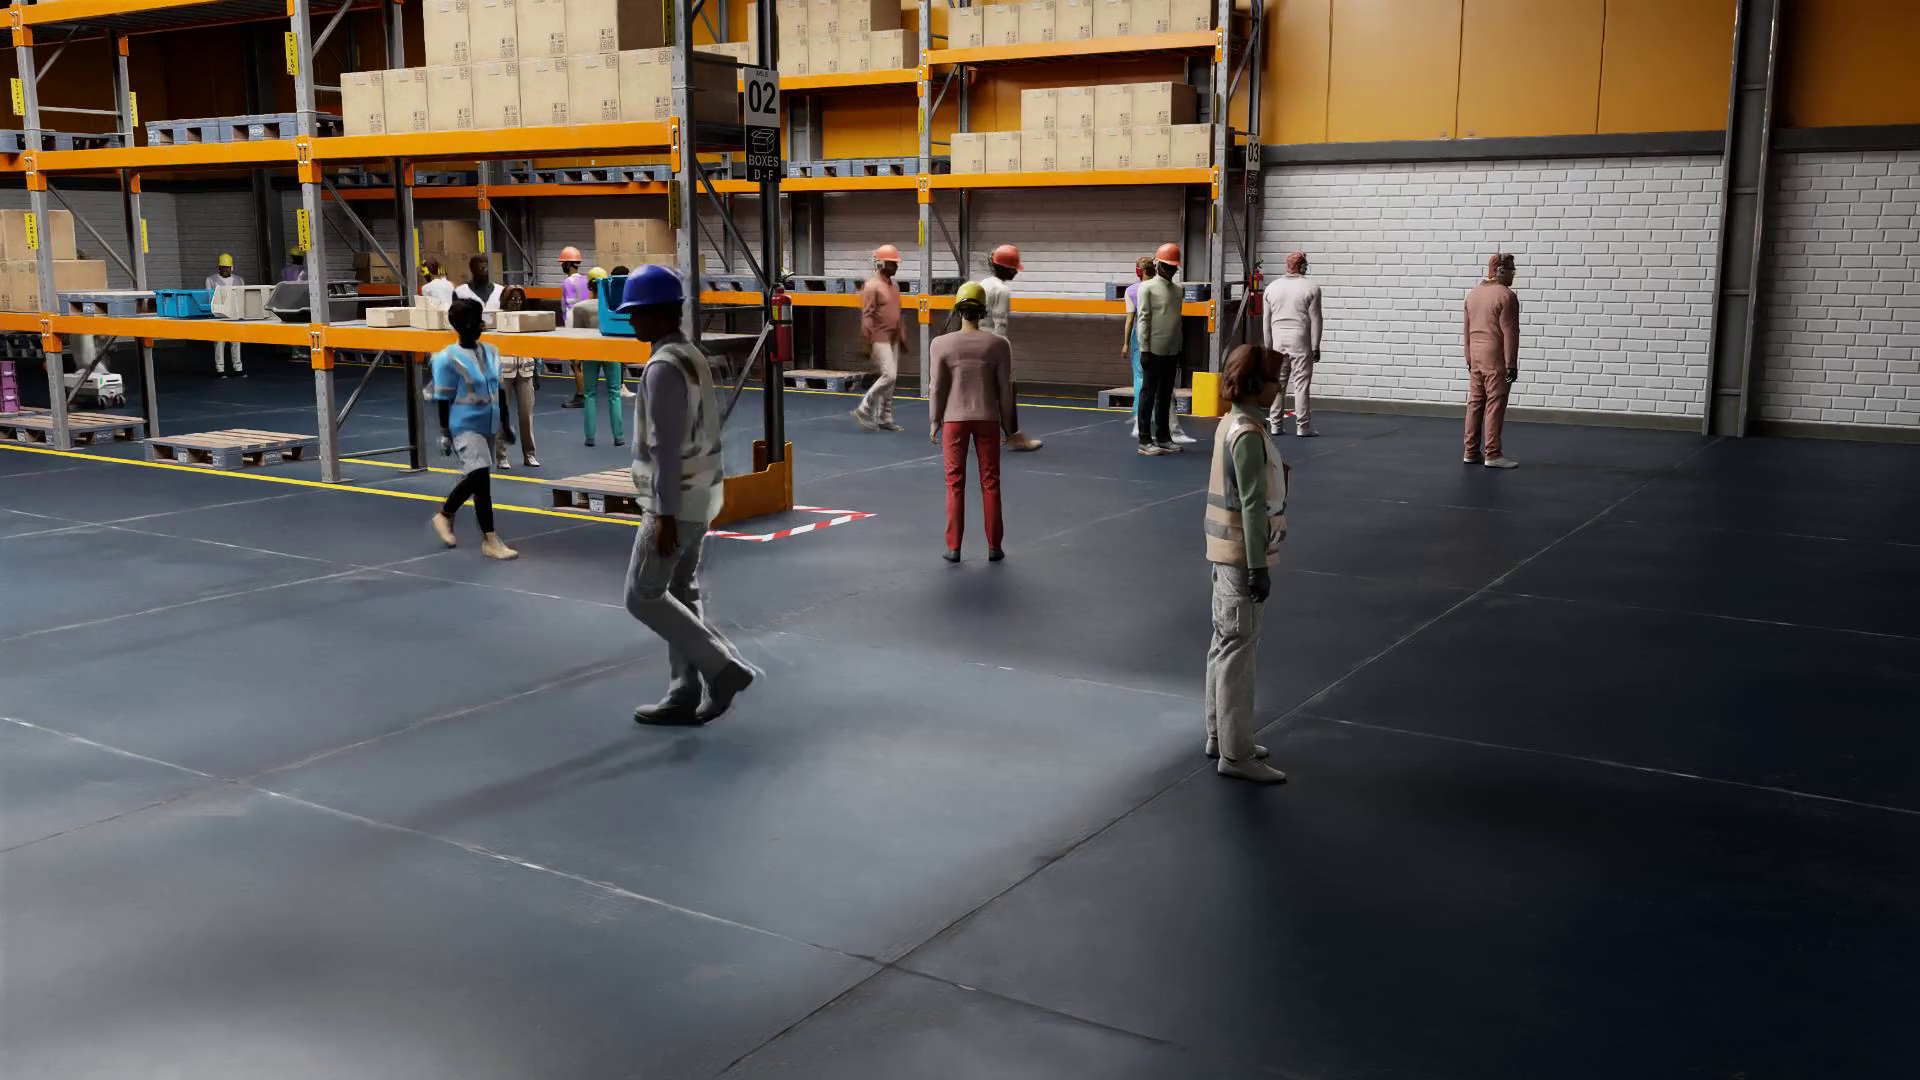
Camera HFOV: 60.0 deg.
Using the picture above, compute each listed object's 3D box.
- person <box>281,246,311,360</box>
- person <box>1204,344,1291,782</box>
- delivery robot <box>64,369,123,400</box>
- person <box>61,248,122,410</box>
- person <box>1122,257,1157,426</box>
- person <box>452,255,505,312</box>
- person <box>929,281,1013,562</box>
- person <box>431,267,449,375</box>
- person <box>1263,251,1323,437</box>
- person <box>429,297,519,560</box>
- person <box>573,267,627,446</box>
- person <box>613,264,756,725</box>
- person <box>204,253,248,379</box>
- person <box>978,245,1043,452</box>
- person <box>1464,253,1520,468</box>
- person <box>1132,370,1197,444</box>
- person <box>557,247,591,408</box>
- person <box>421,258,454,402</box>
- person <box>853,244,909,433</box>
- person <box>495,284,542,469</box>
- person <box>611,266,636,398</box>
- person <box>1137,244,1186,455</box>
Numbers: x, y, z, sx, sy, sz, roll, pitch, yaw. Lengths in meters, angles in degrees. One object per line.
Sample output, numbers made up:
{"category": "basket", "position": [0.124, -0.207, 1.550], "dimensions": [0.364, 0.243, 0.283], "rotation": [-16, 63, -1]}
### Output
{"category": "person", "position": [-11.212, -4.026, 28.257], "dimensions": [0.594, 1.924, 0.387], "rotation": [4, 11, 20]}
{"category": "person", "position": [1.077, 0.083, 6.294], "dimensions": [0.307, 1.637, 0.511], "rotation": [0, 10, 0]}
{"category": "delivery robot", "position": [-10.443, -1.897, 20.002], "dimensions": [0.707, 0.478, 0.477], "rotation": [4, 11, 22]}
{"category": "person", "position": [-10.466, -2.513, 19.871], "dimensions": [0.655, 1.925, 0.528], "rotation": [7, 12, 32]}
{"category": "person", "position": [2.039, -2.150, 18.105], "dimensions": [0.563, 1.838, 0.390], "rotation": [-4, 11, -23]}
{"category": "person", "position": [-5.152, -2.124, 17.900], "dimensions": [0.587, 1.873, 1.046], "rotation": [-8, 13, -39]}
{"category": "person", "position": [0.067, -0.741, 10.499], "dimensions": [0.533, 1.767, 0.327], "rotation": [-1, 10, -5]}
{"category": "person", "position": [-7.788, -3.282, 24.976], "dimensions": [0.281, 1.625, 0.494], "rotation": [6, 12, 28]}
{"category": "person", "position": [3.449, -2.017, 17.175], "dimensions": [0.642, 1.909, 0.399], "rotation": [8, 13, 36]}
{"category": "person", "position": [-3.172, -0.722, 10.665], "dimensions": [0.796, 1.667, 0.528], "rotation": [5, 11, 25]}
{"category": "person", "position": [-3.533, -1.801, 16.396], "dimensions": [0.526, 1.760, 0.352], "rotation": [-1, 10, -5]}
{"category": "person", "position": [-1.165, -0.156, 6.814], "dimensions": [0.479, 1.924, 0.626], "rotation": [0, 10, 1]}
{"category": "person", "position": [-10.735, -3.276, 24.386], "dimensions": [0.404, 1.824, 0.586], "rotation": [9, 14, 41]}
{"category": "person", "position": [0.287, -1.818, 15.928], "dimensions": [0.851, 1.986, 0.638], "rotation": [-5, 12, -28]}
{"category": "person", "position": [4.784, -1.600, 14.874], "dimensions": [0.402, 1.904, 0.652], "rotation": [-4, 11, -19]}
{"category": "person", "position": [2.050, -1.779, 16.693], "dimensions": [0.701, 1.606, 0.519], "rotation": [4, 11, 22]}
{"category": "person", "position": [-4.655, -2.557, 20.083], "dimensions": [0.362, 1.939, 0.542], "rotation": [2, 10, 12]}
{"category": "person", "position": [-6.396, -2.558, 20.484], "dimensions": [1.015, 1.794, 0.589], "rotation": [5, 11, 25]}
{"category": "person", "position": [-0.790, -2.100, 17.439], "dimensions": [0.442, 1.974, 0.617], "rotation": [4, 11, 22]}
{"category": "person", "position": [-3.969, -1.448, 14.795], "dimensions": [0.511, 1.633, 0.313], "rotation": [-7, 13, -35]}
{"category": "person", "position": [-4.393, -2.682, 21.459], "dimensions": [0.322, 1.692, 0.530], "rotation": [-5, 11, -25]}
{"category": "person", "position": [1.922, -1.800, 15.759], "dimensions": [0.609, 1.985, 0.392], "rotation": [-10, 14, -43]}
